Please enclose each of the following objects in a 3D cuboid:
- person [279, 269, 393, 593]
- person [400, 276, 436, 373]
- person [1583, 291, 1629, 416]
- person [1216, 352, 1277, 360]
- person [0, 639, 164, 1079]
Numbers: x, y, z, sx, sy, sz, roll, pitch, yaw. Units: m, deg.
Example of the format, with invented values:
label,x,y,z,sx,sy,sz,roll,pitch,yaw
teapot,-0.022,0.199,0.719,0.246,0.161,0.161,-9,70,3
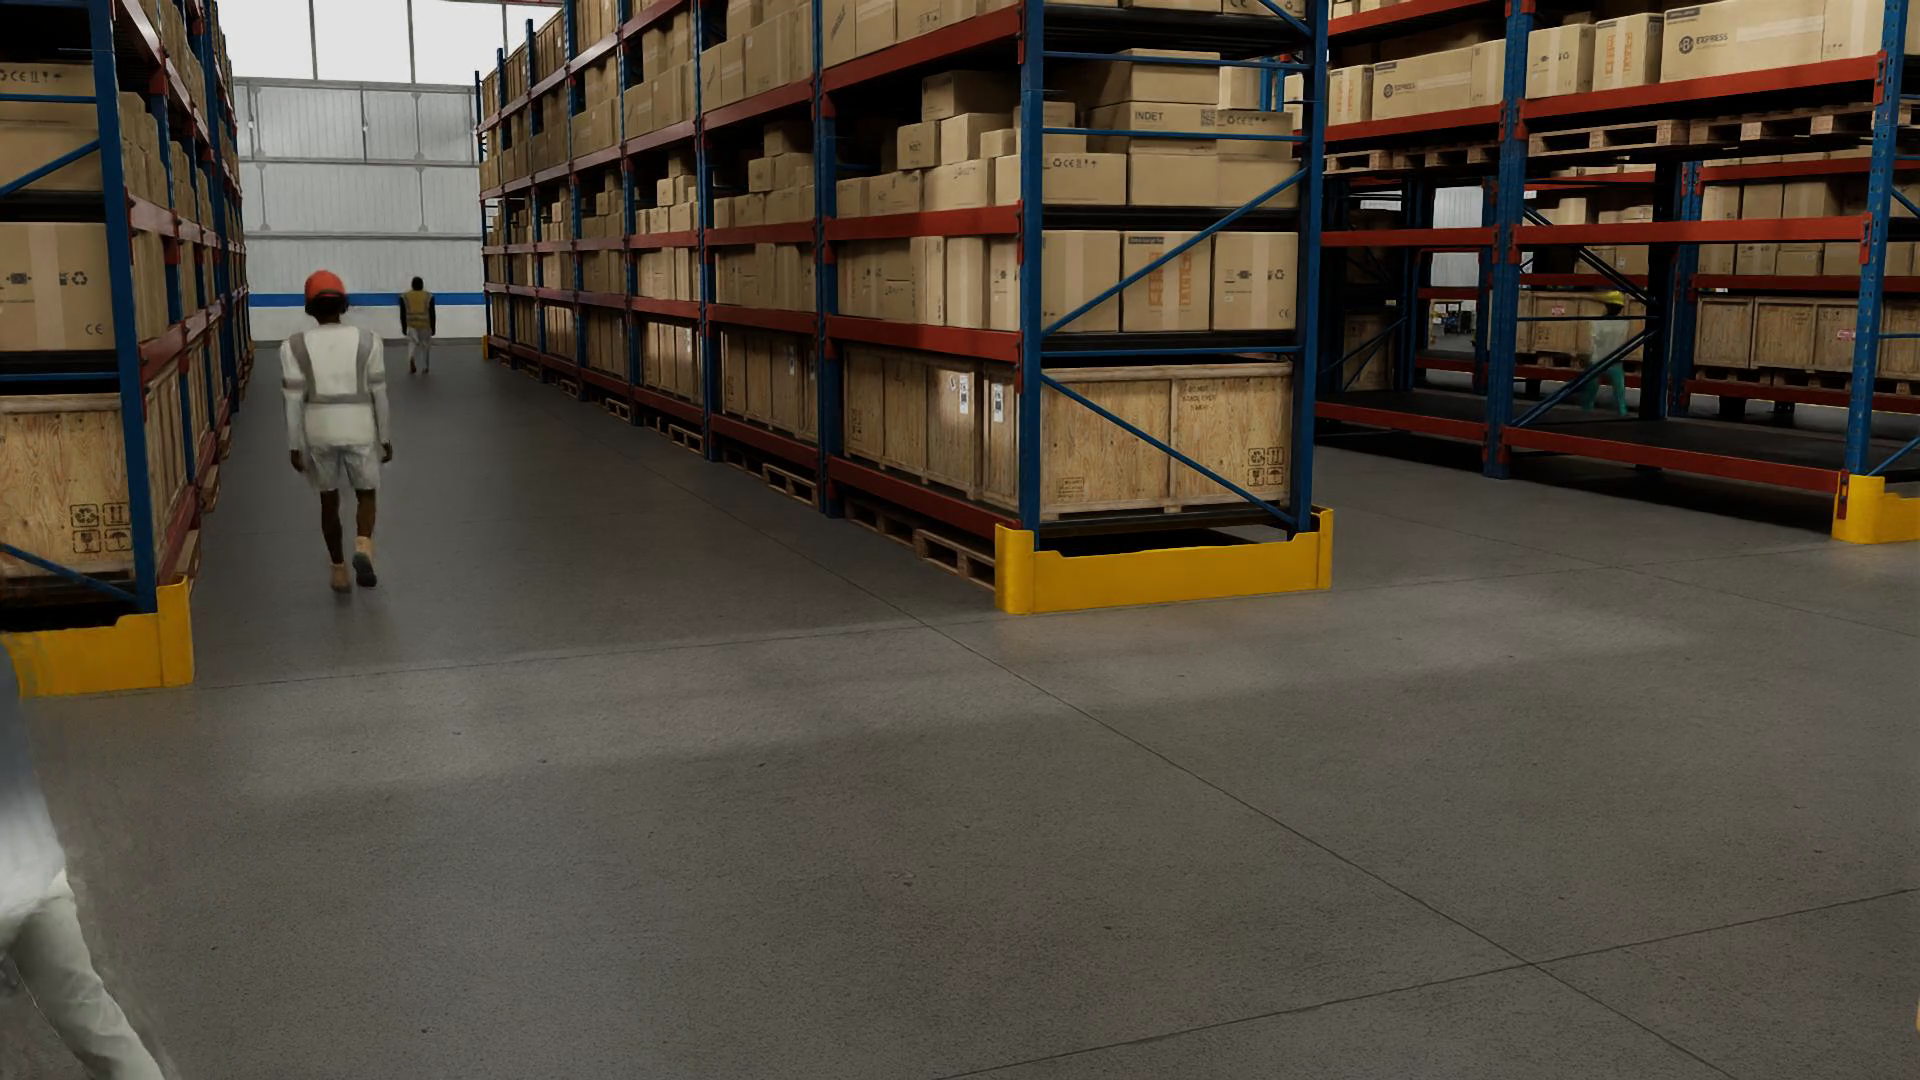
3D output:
label,x,y,z,sx,sy,sz,roll,pitch,yaw
person,-3.847,-0.651,10.298,0.637,2.031,0.574,-4,10,-22
person,-10.103,-3.999,31.003,0.633,1.819,0.741,-2,10,-11
person,7.975,-2.184,20.429,0.543,1.720,0.917,-1,10,-9
person,2.404,-1.259,14.303,0.643,1.913,0.410,-3,10,-17
person,-2.015,0.727,3.370,0.870,1.577,0.511,-2,10,-9
